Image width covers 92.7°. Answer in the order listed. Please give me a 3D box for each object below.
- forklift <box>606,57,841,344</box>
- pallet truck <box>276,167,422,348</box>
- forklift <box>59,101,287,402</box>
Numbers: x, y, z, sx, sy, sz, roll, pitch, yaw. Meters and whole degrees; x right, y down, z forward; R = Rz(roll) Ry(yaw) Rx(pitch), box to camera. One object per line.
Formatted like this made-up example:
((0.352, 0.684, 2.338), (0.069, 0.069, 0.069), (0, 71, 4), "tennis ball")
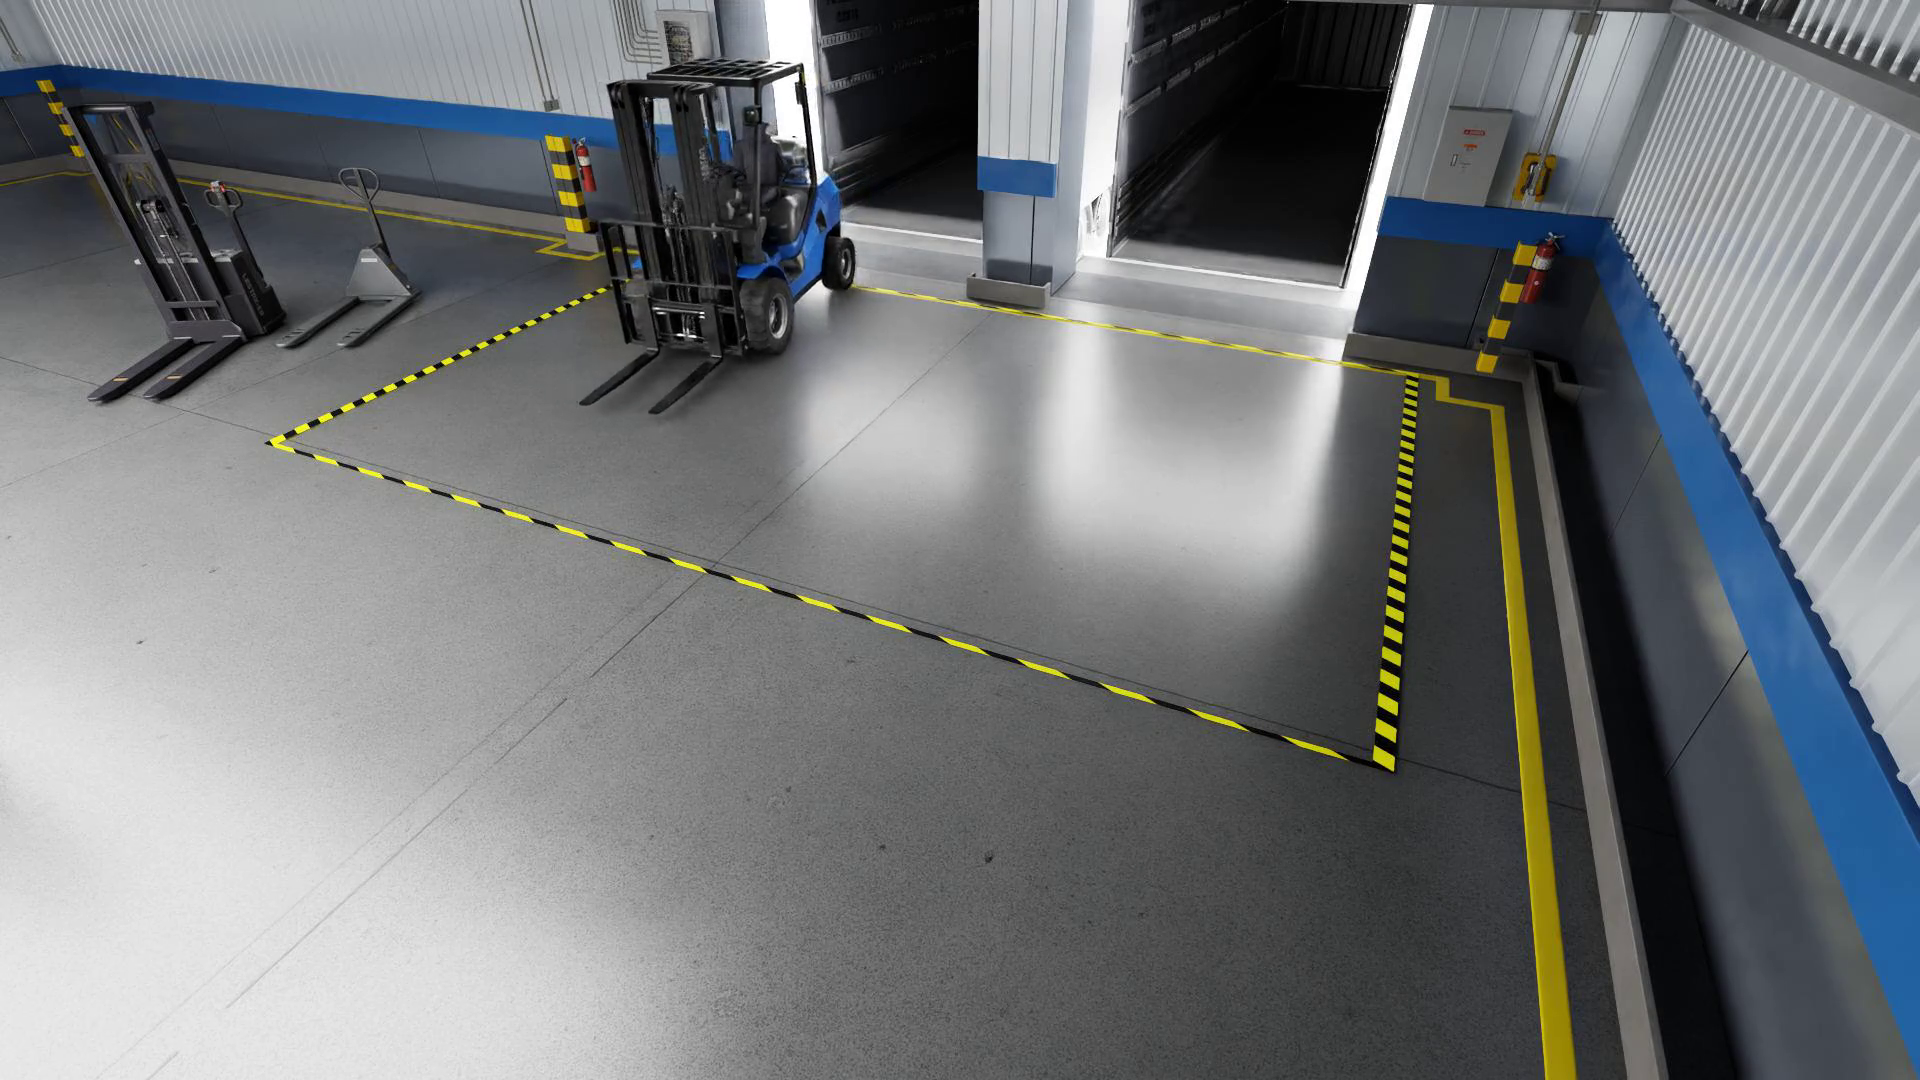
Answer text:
((-2.001, -3.146, 8.206), (1.157, 2.036, 2.680), (8, 36, 11), "forklift")
((-5.732, -2.611, 8.414), (0.680, 1.201, 1.601), (-1, 35, -1), "pallet truck")
((-6.686, -2.387, 7.434), (0.823, 1.965, 1.885), (-3, 35, -5), "forklift")
